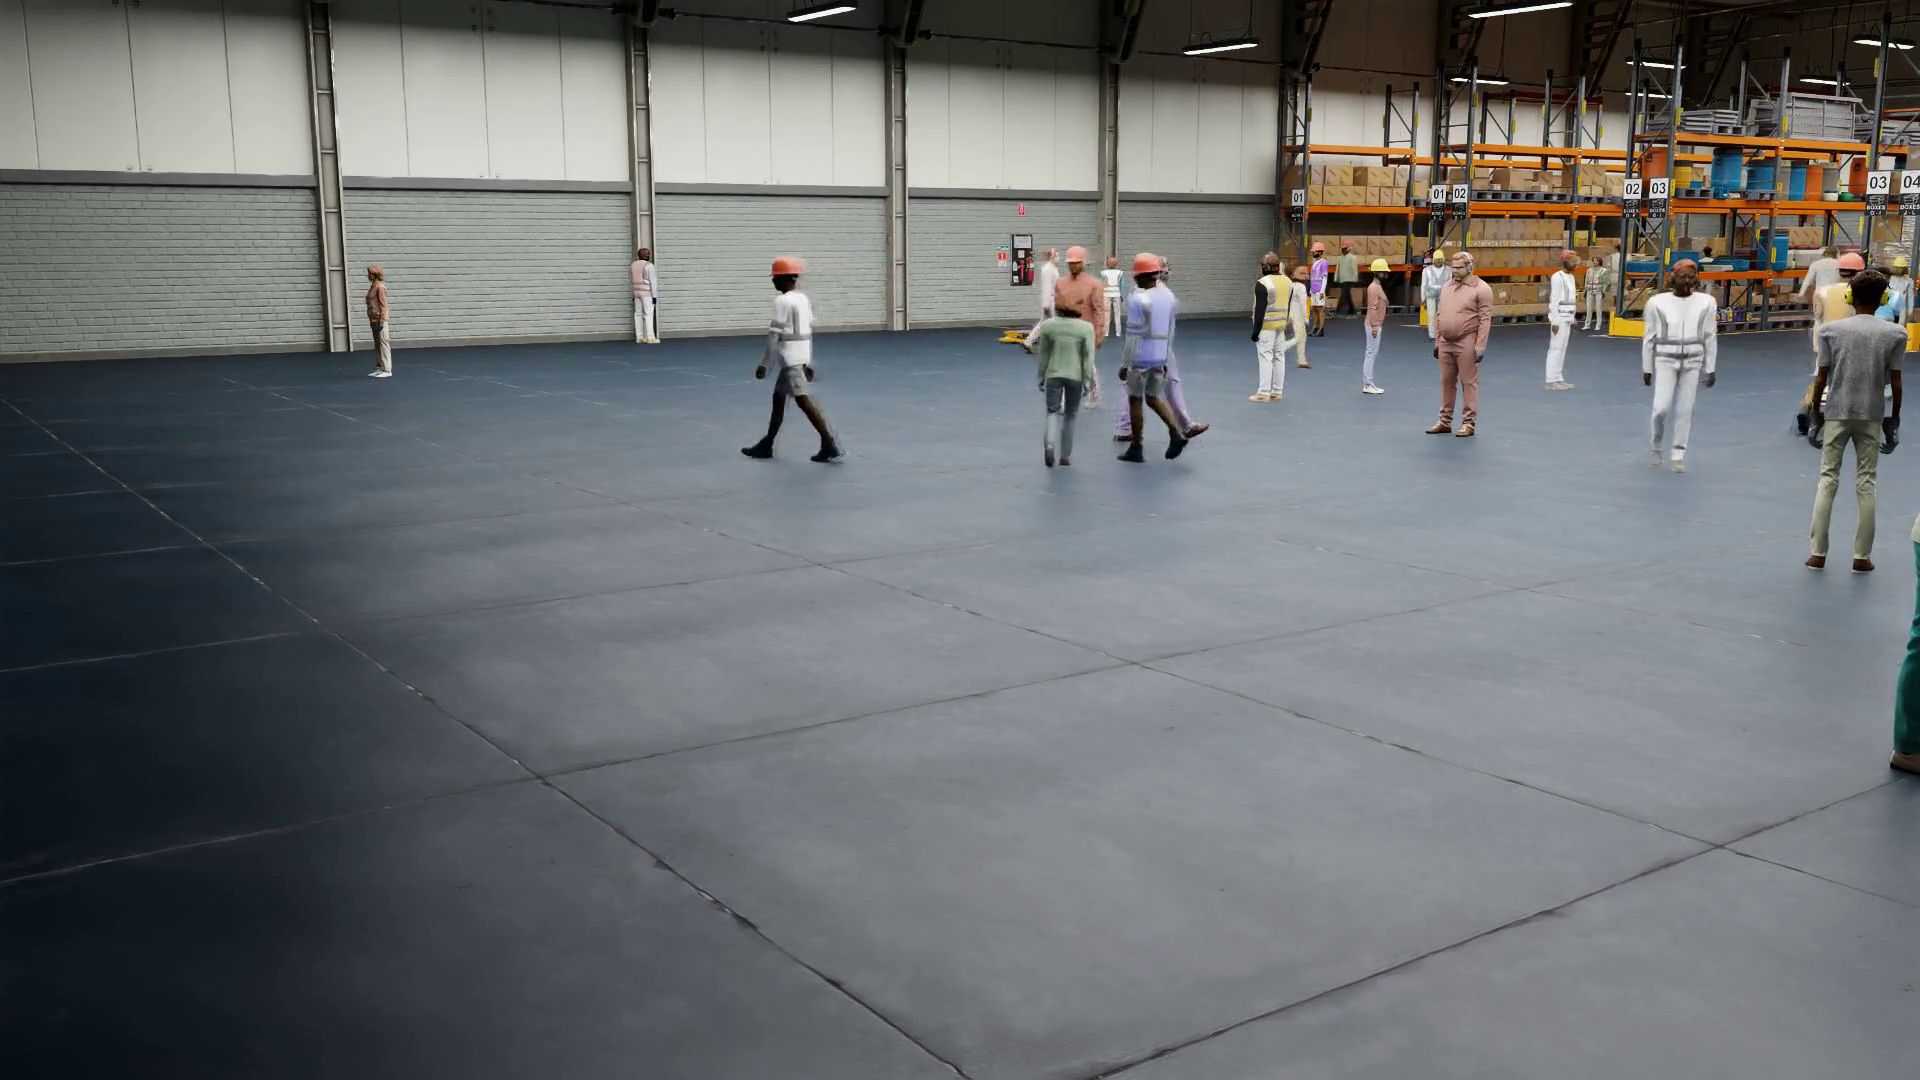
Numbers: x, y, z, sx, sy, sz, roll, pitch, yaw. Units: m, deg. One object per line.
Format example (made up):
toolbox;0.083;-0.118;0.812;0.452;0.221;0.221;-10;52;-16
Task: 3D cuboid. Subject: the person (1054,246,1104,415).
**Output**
person;1.408;-2.473;19.554;0.624;1.962;0.963;4;11;23

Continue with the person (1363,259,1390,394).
person;5.489;-2.810;21.919;0.311;1.768;0.533;3;11;18

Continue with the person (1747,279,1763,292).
person;22.936;-7.625;47.894;0.390;1.919;0.591;-8;13;-39

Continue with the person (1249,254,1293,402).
person;3.871;-2.648;20.827;0.626;1.842;0.429;-9;14;-41

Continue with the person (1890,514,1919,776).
person;3.824;0.028;6.358;0.326;1.767;0.533;7;13;34

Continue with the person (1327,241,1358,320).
person;9.522;-6.444;41.336;1.038;1.938;0.651;-6;12;-28

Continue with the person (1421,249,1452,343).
person;9.270;-4.745;32.382;0.598;1.817;0.456;2;10;9

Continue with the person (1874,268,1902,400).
person;11.629;-2.597;21.031;0.543;1.661;0.794;2;11;12

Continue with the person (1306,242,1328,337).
person;7.370;-5.162;34.337;0.360;1.939;0.543;-3;11;-15

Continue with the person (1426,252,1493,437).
person;5.163;-2.020;17.222;0.407;1.902;0.639;-7;13;-35

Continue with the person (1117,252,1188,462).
person;1.714;-1.642;15.100;0.568;1.912;0.601;-9;14;-41

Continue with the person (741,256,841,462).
person;-1.530;-1.656;15.290;1.013;1.894;0.563;3;11;14

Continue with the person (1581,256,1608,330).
person;14.019;-5.445;36.706;0.310;1.642;0.514;-9;14;-40

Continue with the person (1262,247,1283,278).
person;6.526;-5.252;35.134;0.690;1.825;0.510;-6;12;-30

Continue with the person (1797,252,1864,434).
person;9.122;-2.038;17.328;0.913;1.907;0.550;-8;13;-37

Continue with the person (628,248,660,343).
person;-6.122;-4.737;32.273;0.623;1.844;0.430;6;12;32

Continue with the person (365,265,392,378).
person;-8.537;-3.202;24.411;0.309;1.641;0.514;-7;13;-35

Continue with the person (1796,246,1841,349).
person;15.878;-4.464;30.666;0.780;1.875;0.832;1;10;4

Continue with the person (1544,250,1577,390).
person;8.131;-2.970;22.467;0.338;1.882;0.584;8;13;38

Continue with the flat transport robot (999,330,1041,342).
flat transport robot;1.475;-4.004;32.562;0.652;0.197;1.431;9;14;41

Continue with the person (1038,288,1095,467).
person;0.932;-1.419;14.727;0.519;1.608;0.570;3;11;14

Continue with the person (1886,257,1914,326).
person;15.062;-3.669;26.723;0.507;1.717;0.711;2;11;12

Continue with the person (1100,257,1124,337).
person;3.120;-4.991;34.219;0.523;1.638;0.310;-1;10;-4

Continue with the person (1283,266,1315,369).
person;5.201;-3.454;25.869;0.651;1.610;0.500;1;10;3

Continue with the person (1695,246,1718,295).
person;18.506;-6.375;41.277;0.838;1.842;0.519;-8;13;-39

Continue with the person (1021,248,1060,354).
person;1.531;-4.164;29.065;0.928;1.874;0.649;1;10;4

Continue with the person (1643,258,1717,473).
person;6.273;-1.507;14.505;0.587;1.869;0.418;2;11;13

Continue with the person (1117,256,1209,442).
person;2.021;-1.918;16.780;0.998;1.853;0.659;-5;12;-27

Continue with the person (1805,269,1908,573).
person;5.492;-0.722;10.221;0.505;1.860;0.312;5;11;24

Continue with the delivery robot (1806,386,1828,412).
delivery robot;9.242;-1.462;17.593;0.707;0.478;0.477;-9;14;-41

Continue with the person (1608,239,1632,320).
person;15.775;-6.214;39.871;0.690;2.024;0.614;-8;13;-37
